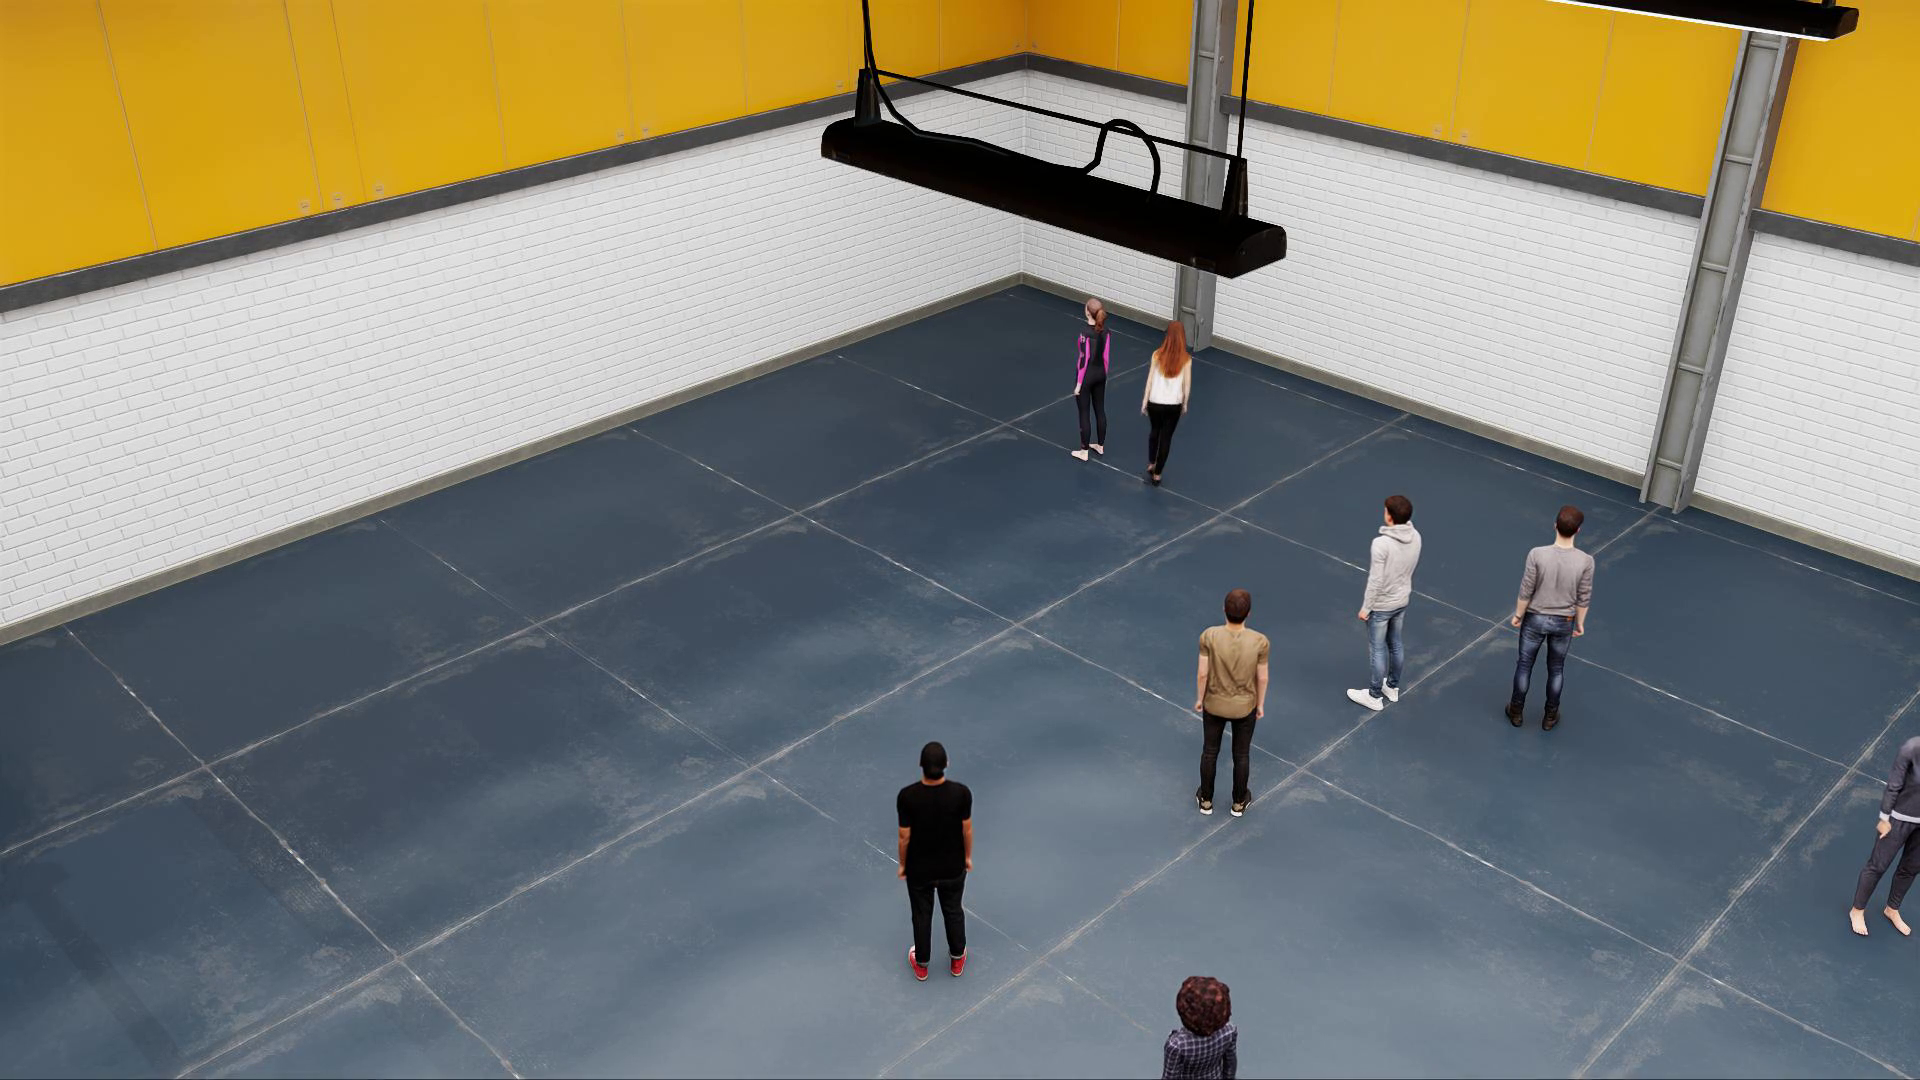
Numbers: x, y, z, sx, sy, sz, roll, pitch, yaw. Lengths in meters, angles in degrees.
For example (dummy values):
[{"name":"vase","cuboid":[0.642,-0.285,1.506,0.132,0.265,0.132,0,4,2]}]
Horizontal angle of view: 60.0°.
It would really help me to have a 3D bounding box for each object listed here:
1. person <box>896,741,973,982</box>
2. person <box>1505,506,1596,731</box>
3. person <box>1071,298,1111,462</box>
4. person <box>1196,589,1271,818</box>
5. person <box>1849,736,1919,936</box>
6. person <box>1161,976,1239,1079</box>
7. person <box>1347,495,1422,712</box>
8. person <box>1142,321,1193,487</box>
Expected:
[{"name":"person","cuboid":[-0.159,2.023,10.489,0.707,1.757,0.736,-4,29,-7]},{"name":"person","cuboid":[4.577,0.617,12.915,0.715,1.903,0.844,7,29,13]},{"name":"person","cuboid":[1.361,-1.678,17.281,0.601,1.751,0.586,-20,34,-32]},{"name":"person","cuboid":[1.939,1.170,11.954,0.706,1.852,0.811,5,29,10]},{"name":"person","cuboid":[6.224,1.807,10.874,0.683,1.768,0.737,-1,29,-1]},{"name":"person","cuboid":[1.237,2.973,8.805,0.698,1.702,0.680,-11,30,-19]},{"name":"person","cuboid":[3.397,0.491,13.199,0.699,1.852,0.601,-21,35,-33]},{"name":"person","cuboid":[2.059,-1.317,16.682,0.710,1.692,0.792,6,29,10]}]
